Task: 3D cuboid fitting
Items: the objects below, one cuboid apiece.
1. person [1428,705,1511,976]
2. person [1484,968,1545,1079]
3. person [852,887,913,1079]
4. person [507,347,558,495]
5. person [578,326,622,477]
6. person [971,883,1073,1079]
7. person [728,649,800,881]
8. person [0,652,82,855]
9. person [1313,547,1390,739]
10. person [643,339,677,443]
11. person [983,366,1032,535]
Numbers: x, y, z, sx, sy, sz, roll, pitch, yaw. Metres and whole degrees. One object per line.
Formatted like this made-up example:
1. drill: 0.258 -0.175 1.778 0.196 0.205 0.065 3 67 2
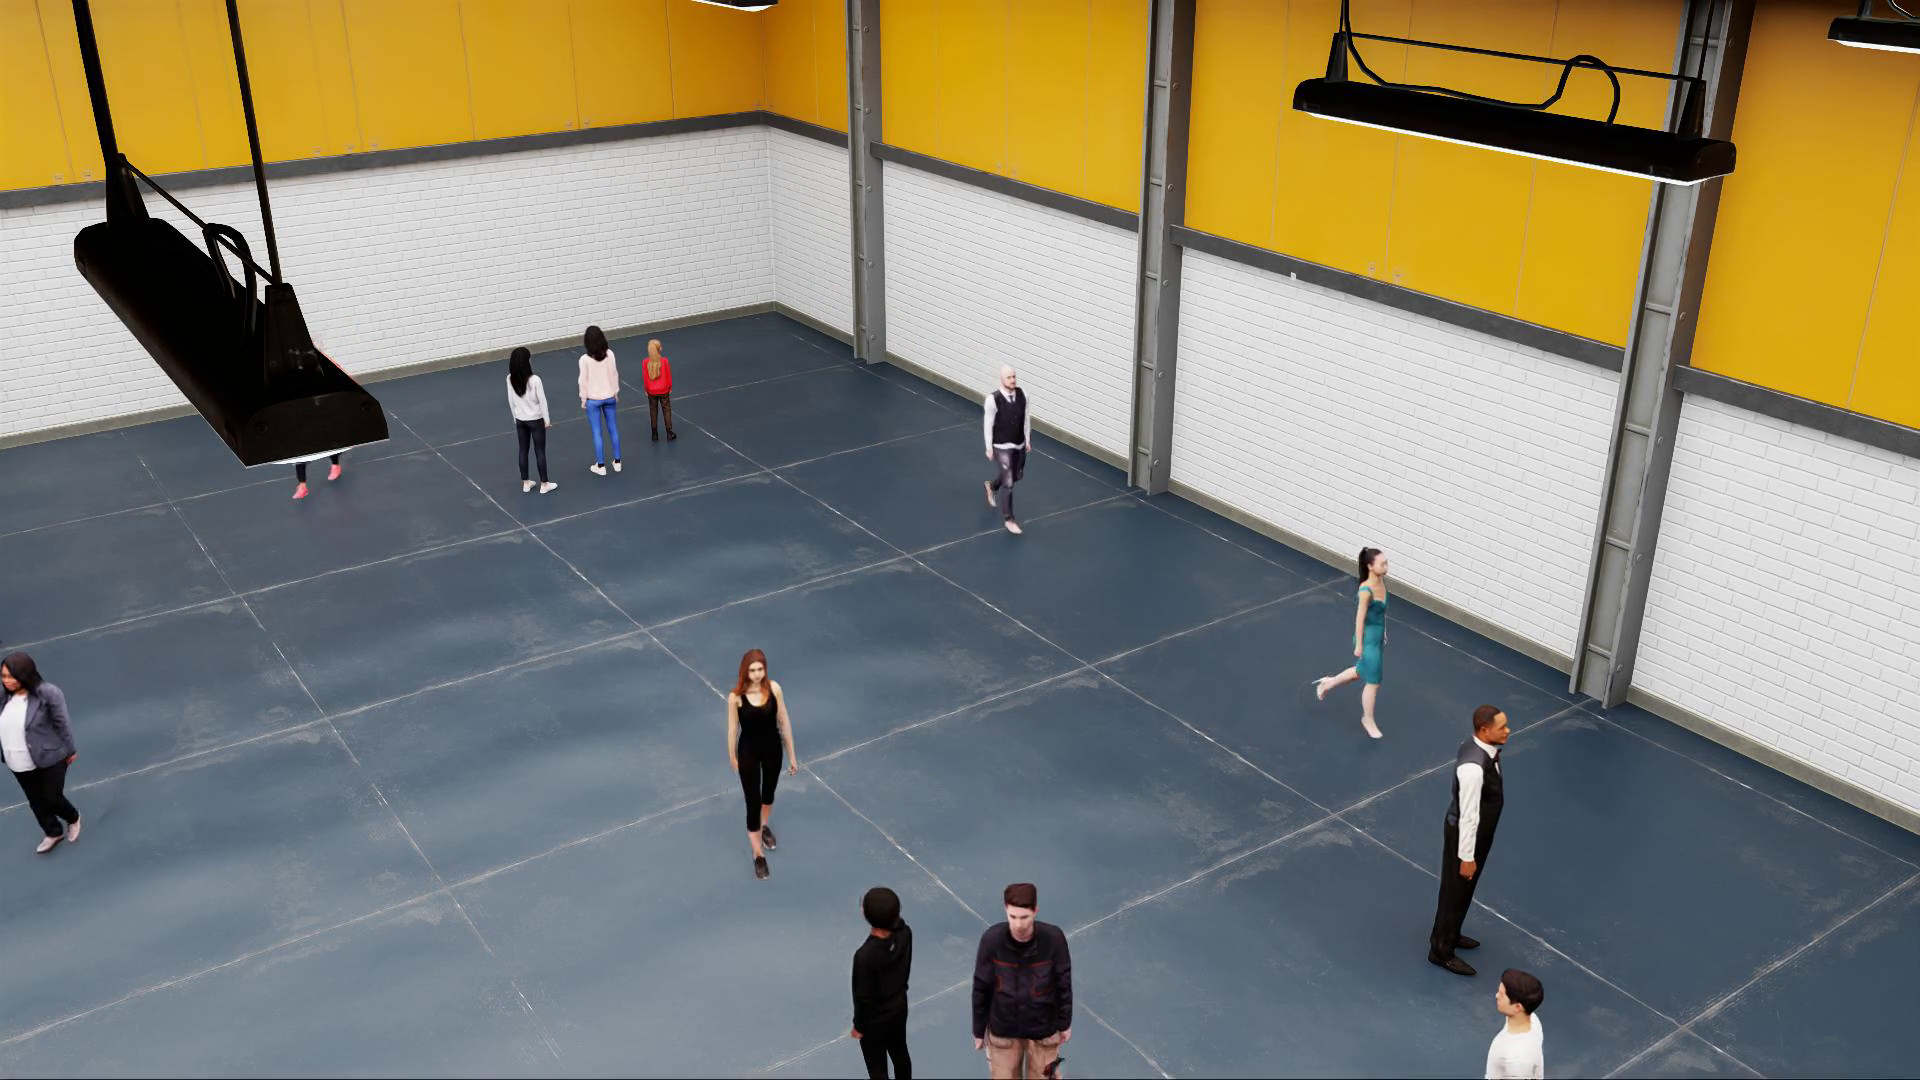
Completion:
1. person: 3.336 1.928 10.925 0.792 1.917 0.784 9 25 19
2. person: 2.965 3.018 8.730 1.183 1.678 1.007 10 26 23
3. person: -0.434 2.683 9.501 0.626 1.675 0.650 18 29 35
4. person: -4.848 -1.355 18.707 0.689 1.700 0.769 7 25 15
5. person: -4.152 -1.618 19.225 0.643 1.766 0.535 -15 28 -30
6. person: 0.359 2.669 9.235 0.836 1.914 0.879 2 24 4
7. person: -1.472 1.519 12.131 0.710 1.701 0.982 -11 26 -23
8. person: -6.741 1.539 12.228 0.819 1.585 0.870 2 24 4
9. person: 3.317 0.829 13.755 0.967 1.664 0.749 16 28 32
10. person: -3.686 -1.832 20.320 0.581 1.282 0.624 -1 24 -3
11. person: 0.482 -1.009 17.793 0.705 1.798 1.080 -14 27 -29
